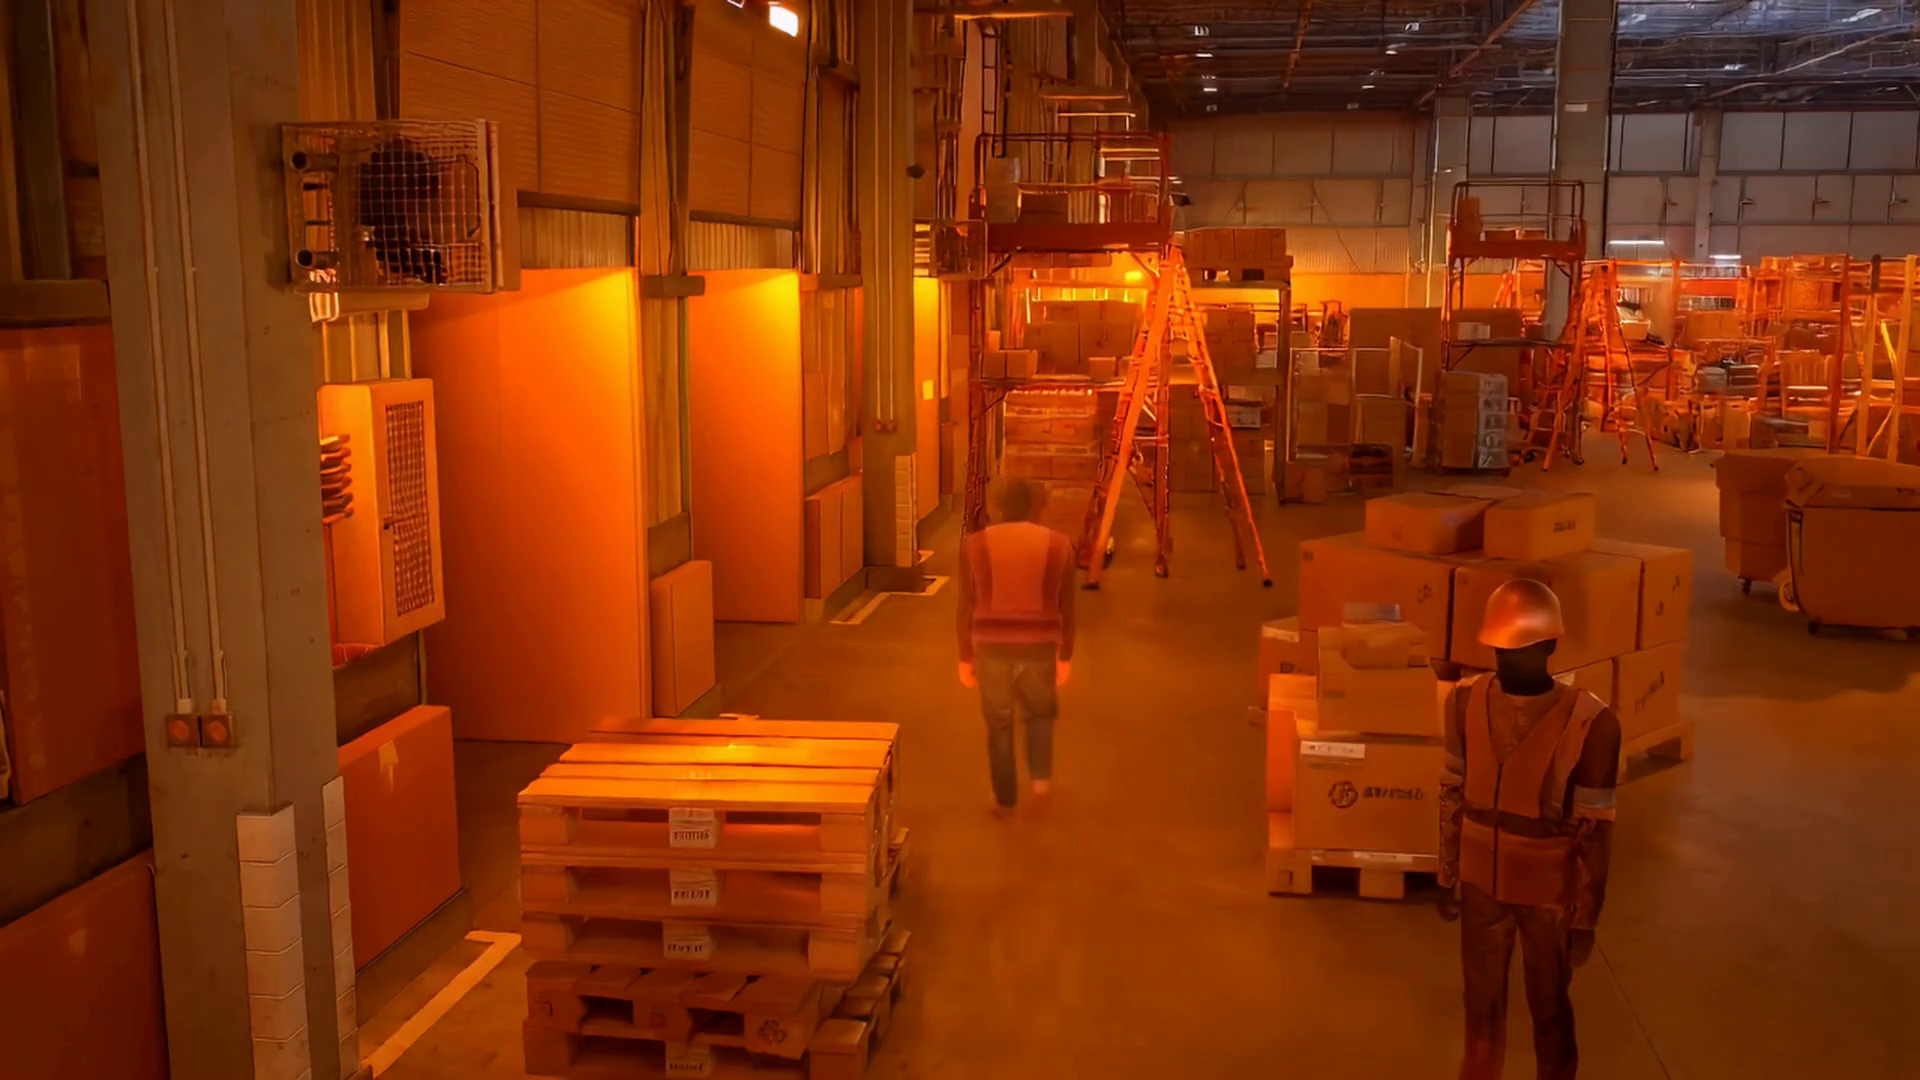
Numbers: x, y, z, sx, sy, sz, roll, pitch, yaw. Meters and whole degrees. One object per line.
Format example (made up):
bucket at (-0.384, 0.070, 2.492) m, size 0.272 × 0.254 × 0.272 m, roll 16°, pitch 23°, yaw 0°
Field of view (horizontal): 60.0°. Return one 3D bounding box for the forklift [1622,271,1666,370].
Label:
forklift at (19.336, -6.183, 46.898) m, size 1.873 × 2.768 × 1.129 m, roll -3°, pitch 10°, yaw -19°

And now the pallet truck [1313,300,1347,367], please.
pallet truck at (11.159, -6.200, 49.718) m, size 0.823 × 1.965 × 1.885 m, roll 4°, pitch 10°, yaw 26°

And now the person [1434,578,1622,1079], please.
person at (1.732, 1.060, 5.183) m, size 0.396 × 1.921 × 0.585 m, roll -8°, pitch 12°, yaw -40°

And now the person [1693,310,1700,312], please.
person at (21.926, -6.023, 49.586) m, size 0.530 × 1.689 × 0.321 m, roll -4°, pitch 10°, yaw -22°

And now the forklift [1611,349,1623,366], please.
forklift at (15.413, -5.271, 41.272) m, size 1.873 × 2.768 × 1.129 m, roll 1°, pitch 9°, yaw 9°

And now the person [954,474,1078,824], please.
person at (0.282, 0.582, 8.447) m, size 0.623 × 1.828 × 0.545 m, roll -1°, pitch 9°, yaw -3°

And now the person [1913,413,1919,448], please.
person at (15.560, -2.336, 26.702) m, size 0.321 × 1.736 × 0.485 m, roll 5°, pitch 11°, yaw 29°
